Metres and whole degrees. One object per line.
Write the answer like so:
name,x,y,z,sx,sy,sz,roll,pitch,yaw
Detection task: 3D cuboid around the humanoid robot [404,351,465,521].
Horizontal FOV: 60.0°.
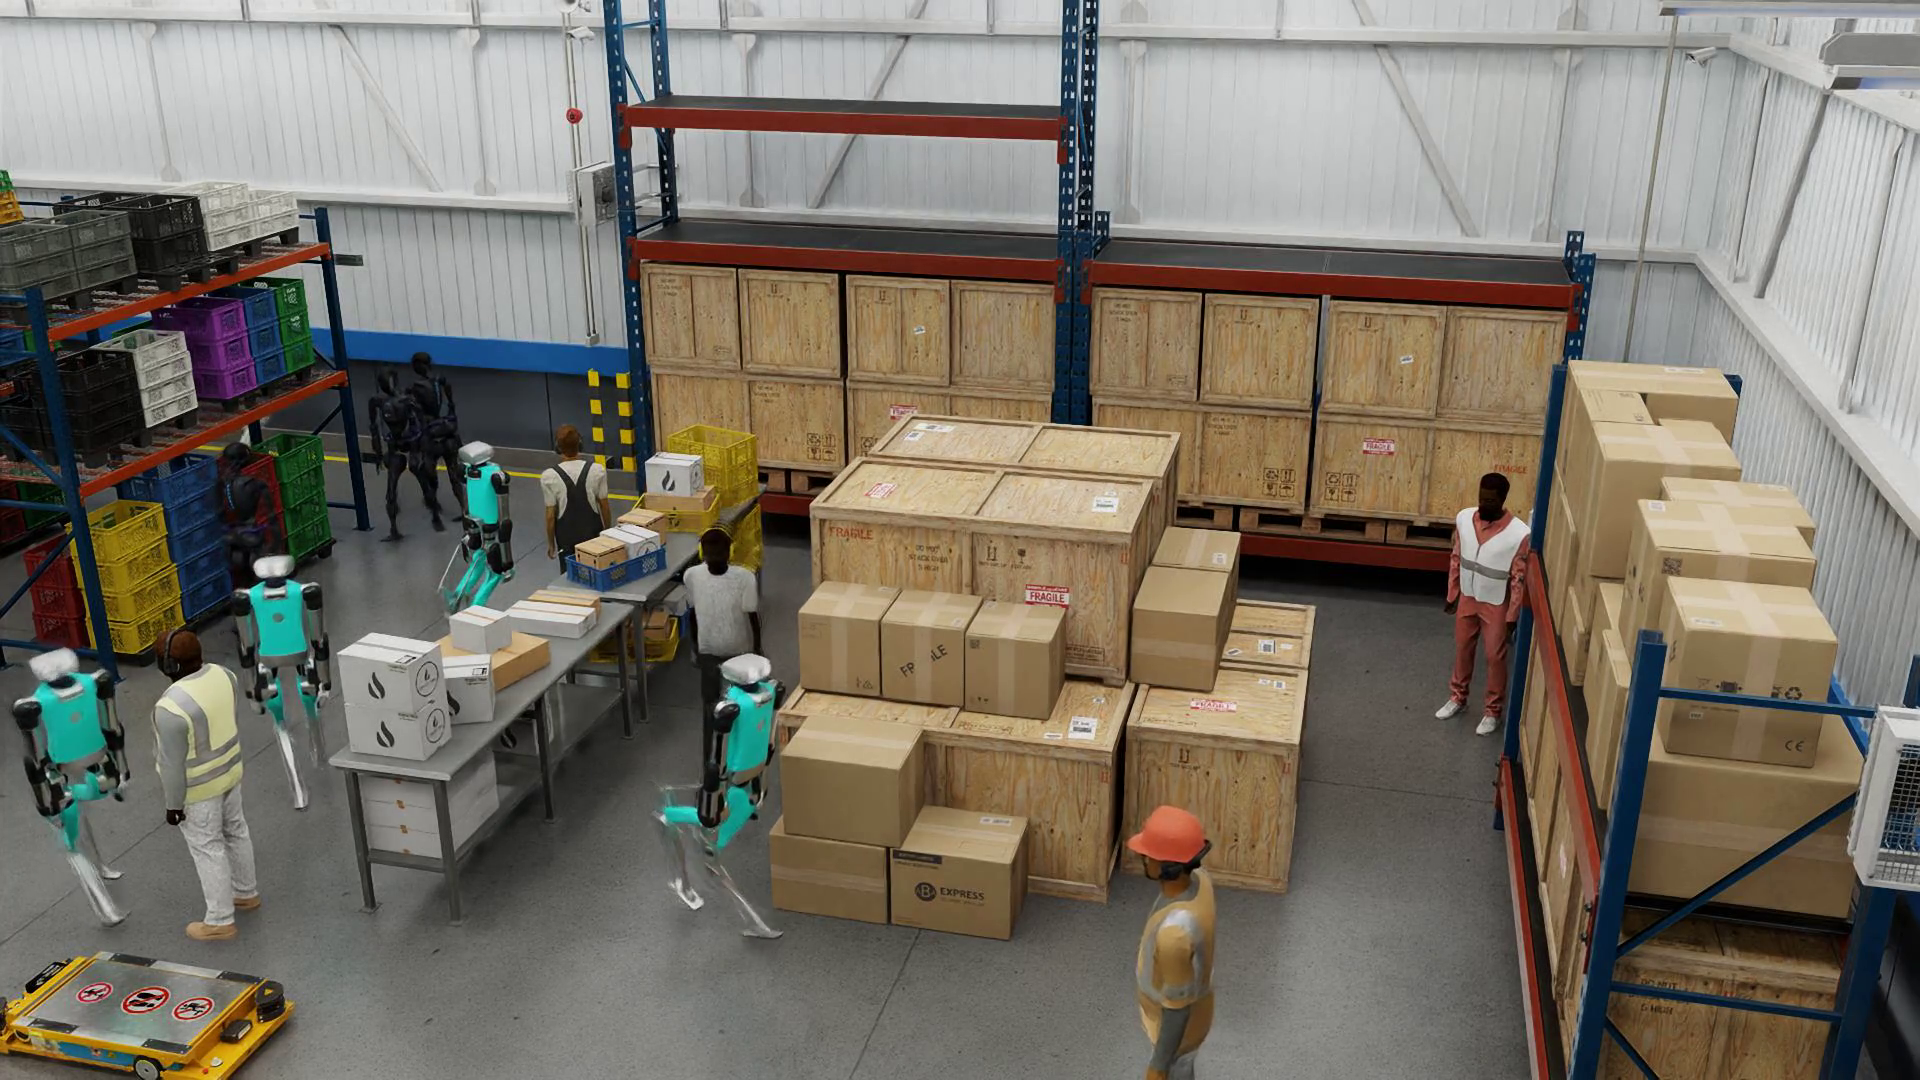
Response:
humanoid robot,-4.938,-0.985,15.731,0.785,1.613,0.585,12,24,29

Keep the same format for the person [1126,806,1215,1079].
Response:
person,0.886,2.068,7.180,0.434,2.034,0.614,6,22,14

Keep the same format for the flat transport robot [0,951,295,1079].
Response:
flat transport robot,-4.270,2.464,8.601,1.431,0.231,0.659,5,22,13

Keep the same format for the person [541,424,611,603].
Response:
person,-2.941,-0.001,12.849,0.504,1.840,0.345,-7,22,-19

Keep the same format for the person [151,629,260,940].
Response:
person,-4.242,1.354,9.315,0.430,1.839,0.622,2,21,6

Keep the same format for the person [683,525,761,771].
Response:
person,-1.544,0.731,10.977,0.513,1.808,1.013,1,21,1

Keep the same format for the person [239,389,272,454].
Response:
person,-7.375,-1.635,17.101,0.564,1.851,0.653,7,22,18

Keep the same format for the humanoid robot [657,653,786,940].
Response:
humanoid robot,-1.417,1.408,9.360,1.021,1.746,0.576,13,25,31

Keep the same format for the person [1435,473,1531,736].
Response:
person,3.682,0.424,11.647,0.394,1.910,0.585,-17,27,-37

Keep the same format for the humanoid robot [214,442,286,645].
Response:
humanoid robot,-5.541,0.039,12.966,0.589,1.643,0.382,6,22,14

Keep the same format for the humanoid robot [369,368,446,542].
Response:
humanoid robot,-5.073,-0.791,15.177,0.589,1.626,0.722,3,21,7

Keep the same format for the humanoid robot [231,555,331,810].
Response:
humanoid robot,-4.340,0.869,10.807,0.549,1.847,0.856,-7,22,-18

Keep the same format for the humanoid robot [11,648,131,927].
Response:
humanoid robot,-5.068,1.362,9.447,1.054,1.725,0.554,16,26,36

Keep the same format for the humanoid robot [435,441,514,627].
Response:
humanoid robot,-3.691,0.202,12.495,0.537,1.838,0.677,16,26,36
